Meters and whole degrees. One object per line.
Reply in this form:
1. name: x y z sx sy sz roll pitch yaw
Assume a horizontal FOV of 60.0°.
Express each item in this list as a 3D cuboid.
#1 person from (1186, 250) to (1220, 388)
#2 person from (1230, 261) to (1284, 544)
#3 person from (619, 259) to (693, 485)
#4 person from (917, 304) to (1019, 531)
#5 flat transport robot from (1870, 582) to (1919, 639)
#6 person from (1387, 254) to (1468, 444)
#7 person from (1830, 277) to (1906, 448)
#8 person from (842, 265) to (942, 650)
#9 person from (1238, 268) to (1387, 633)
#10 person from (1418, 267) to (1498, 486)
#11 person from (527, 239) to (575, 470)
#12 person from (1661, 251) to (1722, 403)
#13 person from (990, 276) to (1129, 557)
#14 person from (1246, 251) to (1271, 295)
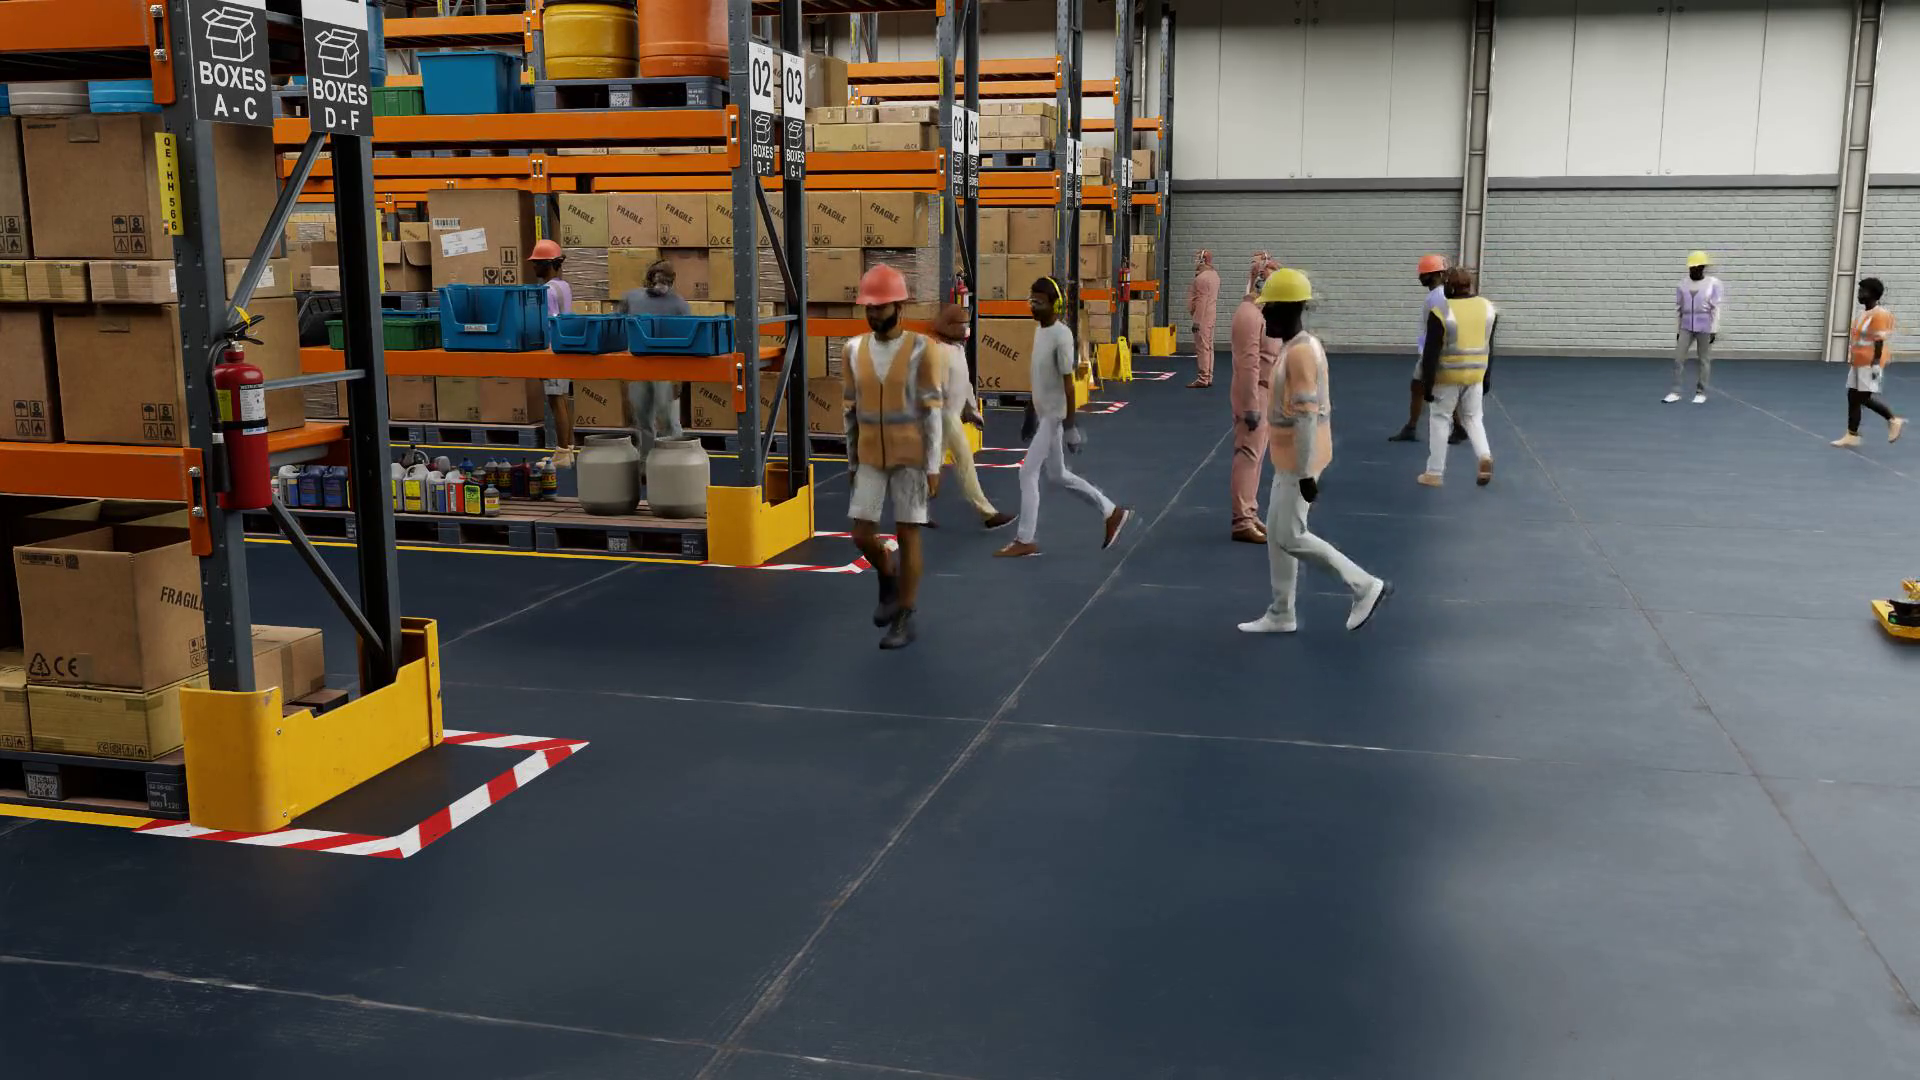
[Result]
1. person: 3.358 -3.063 23.085 0.408 1.908 0.641 4 11 23
2. person: 2.043 -0.937 11.321 0.400 1.901 0.643 4 11 19
3. person: -2.542 -1.359 13.705 0.757 1.900 0.369 4 11 21
4. person: -0.004 -0.848 11.669 0.849 1.587 0.510 2 10 11
5. flat transport robot: 5.501 0.390 8.478 1.431 0.197 0.652 4 11 20
6. person: 4.782 -1.895 16.680 0.845 1.912 0.564 2 10 13
7. person: 8.925 -1.725 16.274 0.565 1.680 0.545 1 10 3
8. person: -0.334 -0.411 8.357 0.557 1.924 0.495 4 11 20
9. person: 1.804 -0.428 8.496 0.656 1.908 0.597 1 10 7
10. person: 4.096 -1.325 13.666 0.664 1.826 0.667 -3 11 -14
11. person: -3.638 -1.642 14.830 0.371 2.044 0.608 0 10 -2
12. person: 9.133 -2.627 20.711 0.833 1.895 0.611 -10 14 -43
13. person: 0.657 -0.790 10.742 0.887 1.827 0.520 -2 10 -10
14. person: 3.702 -2.600 20.516 0.403 1.906 0.651 -5 12 -27
